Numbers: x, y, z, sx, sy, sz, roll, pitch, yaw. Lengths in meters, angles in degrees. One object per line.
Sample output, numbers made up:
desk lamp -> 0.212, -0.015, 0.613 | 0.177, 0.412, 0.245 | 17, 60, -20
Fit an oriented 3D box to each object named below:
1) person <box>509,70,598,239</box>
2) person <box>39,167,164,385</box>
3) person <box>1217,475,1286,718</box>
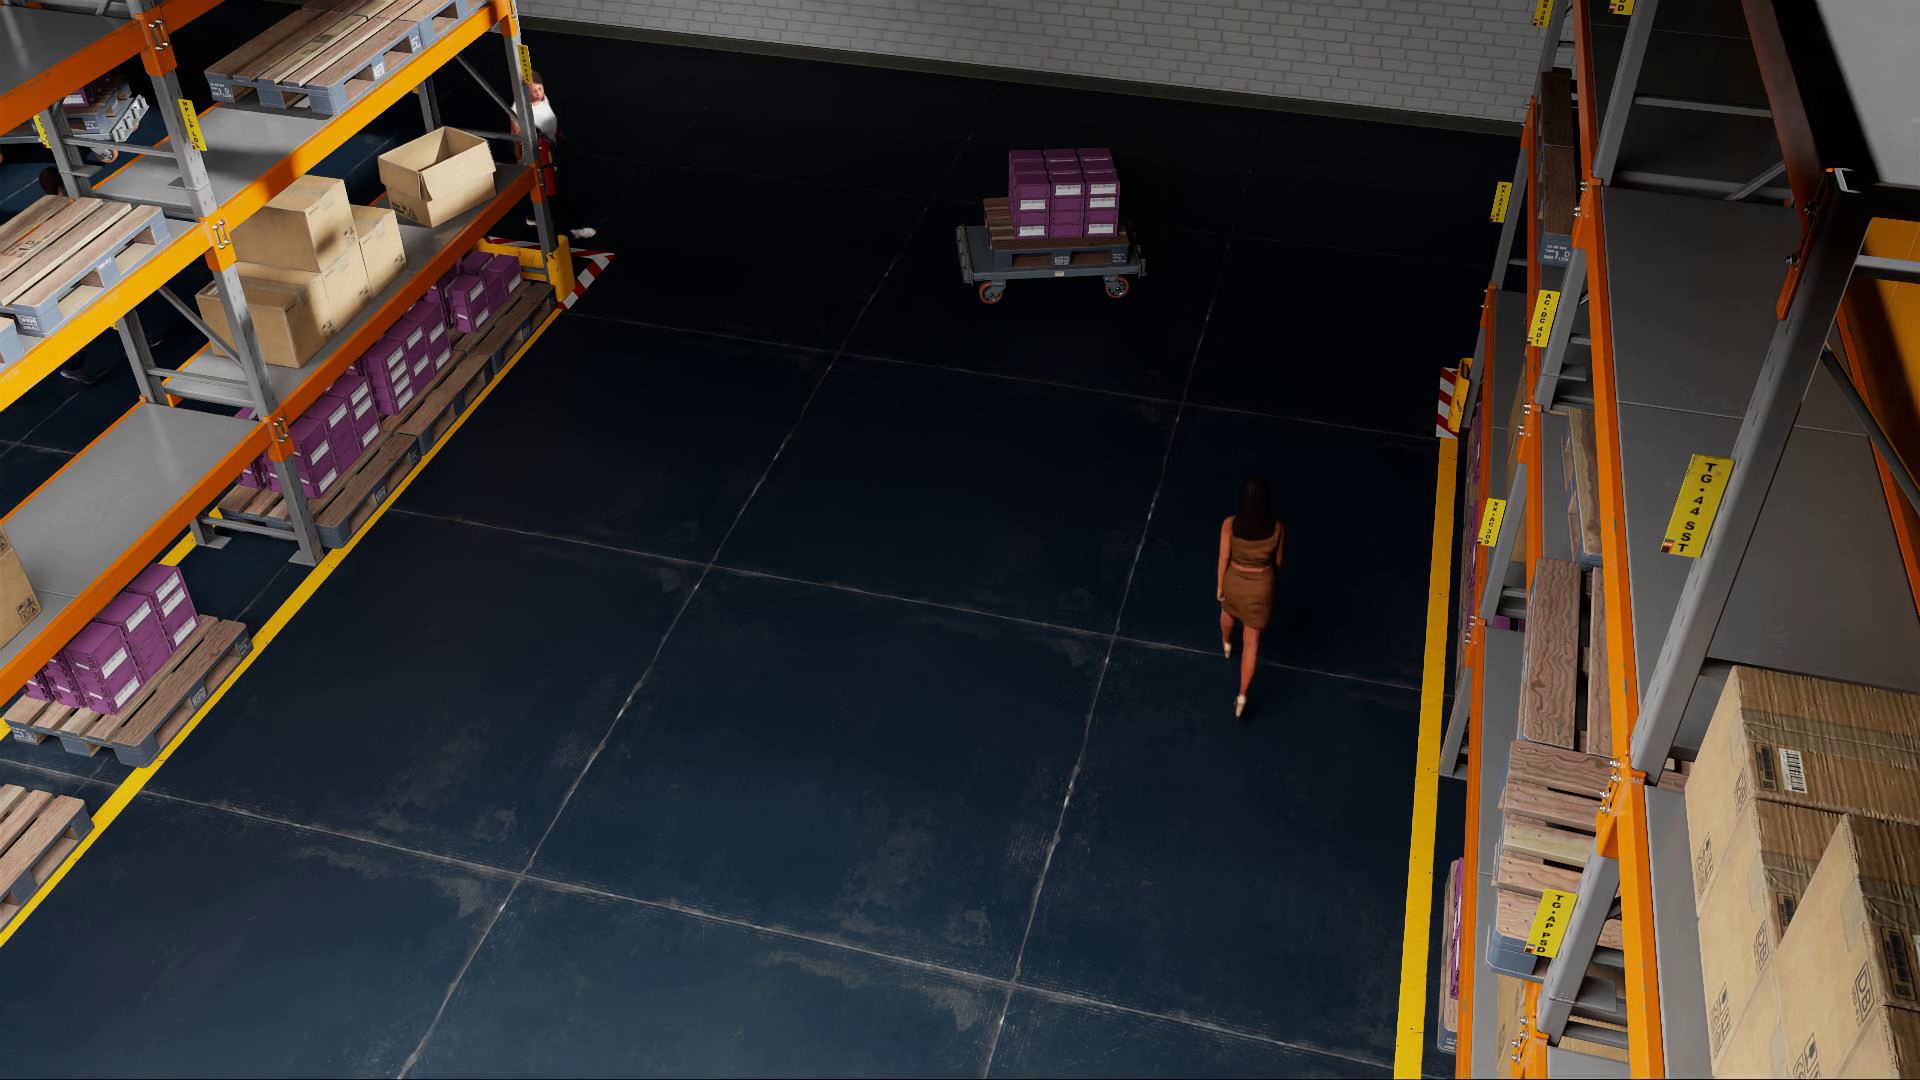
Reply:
person -> -3.995, -3.615, 15.576 | 0.731, 1.652, 0.961 | 8, 39, 10
person -> -7.204, -2.135, 13.600 | 1.022, 1.806, 1.264 | 30, 47, 32
person -> 1.839, 0.372, 10.584 | 0.608, 1.652, 1.071 | 7, 39, 8
